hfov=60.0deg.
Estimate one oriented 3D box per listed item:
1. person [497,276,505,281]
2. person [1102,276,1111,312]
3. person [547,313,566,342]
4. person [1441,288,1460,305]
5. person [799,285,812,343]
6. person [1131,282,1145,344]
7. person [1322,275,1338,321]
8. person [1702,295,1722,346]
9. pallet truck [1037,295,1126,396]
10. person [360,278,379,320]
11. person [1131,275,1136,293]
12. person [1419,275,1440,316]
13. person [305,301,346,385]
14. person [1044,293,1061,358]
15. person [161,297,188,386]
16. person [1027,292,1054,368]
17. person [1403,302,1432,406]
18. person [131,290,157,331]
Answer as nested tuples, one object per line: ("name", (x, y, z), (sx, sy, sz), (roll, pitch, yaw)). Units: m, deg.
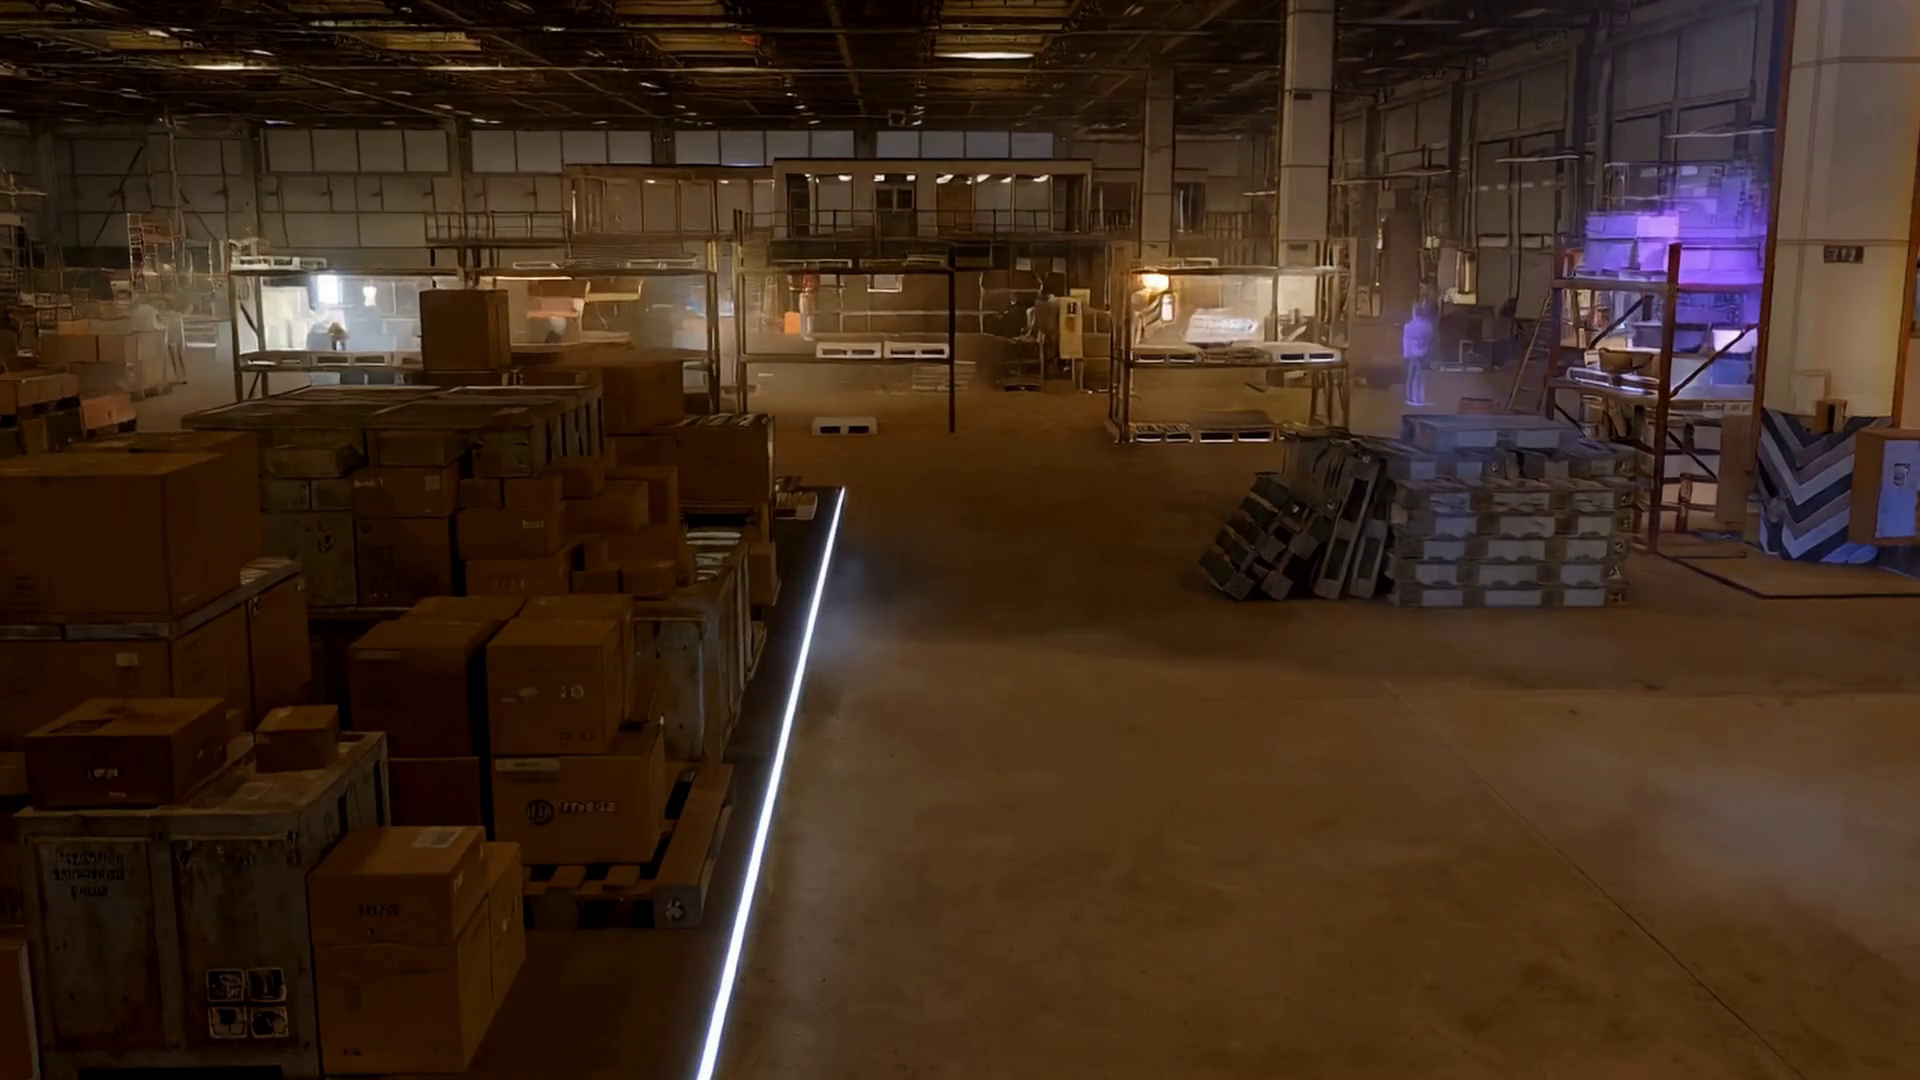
("person", (-19.756, -10.698, 71.558), (0.543, 1.806, 0.893), (2, 10, 10))
("person", (6.253, -10.583, 70.755), (0.382, 1.885, 0.588), (-3, 11, -15))
("person", (-6.595, -2.773, 27.240), (0.470, 1.870, 0.607), (-4, 11, -23))
("person", (12.999, -5.690, 43.669), (0.654, 1.802, 0.901), (-8, 13, -39))
("person", (-4.684, -6.827, 50.181), (0.313, 1.744, 0.487), (-7, 13, -36))
("person", (5.264, -6.783, 49.705), (0.431, 1.835, 0.624), (8, 13, 38))
("person", (14.181, -9.368, 63.828), (0.613, 1.926, 0.624), (-1, 10, -3))
("person", (15.927, -4.239, 35.248), (0.377, 1.925, 0.594), (10, 14, 43))
("pallet truck", (2.483, -3.881, 33.060), (1.885, 1.965, 0.823), (-7, 13, -36))
("person", (-19.111, -7.543, 53.834), (0.978, 1.860, 0.664), (9, 13, 40))
("person", (6.321, -8.913, 61.285), (0.368, 1.929, 0.542), (2, 10, 12))
("person", (14.762, -7.321, 52.268), (0.646, 1.975, 0.672), (2, 10, 8))
("person", (-10.671, -2.973, 27.882), (0.681, 2.000, 0.538), (1, 10, 6))
("person", (2.115, -4.885, 39.163), (0.513, 1.831, 0.973), (10, 14, 43))
("person", (-16.616, -4.187, 35.137), (0.323, 1.865, 0.518), (7, 12, 32))
("person", (1.854, -4.695, 37.881), (0.642, 1.903, 0.990), (-5, 11, -24))
("person", (8.486, -3.439, 30.791), (0.373, 1.925, 0.595), (-8, 13, -39))
("person", (-18.878, -4.828, 38.576), (0.599, 1.925, 0.956), (0, 10, 0))
